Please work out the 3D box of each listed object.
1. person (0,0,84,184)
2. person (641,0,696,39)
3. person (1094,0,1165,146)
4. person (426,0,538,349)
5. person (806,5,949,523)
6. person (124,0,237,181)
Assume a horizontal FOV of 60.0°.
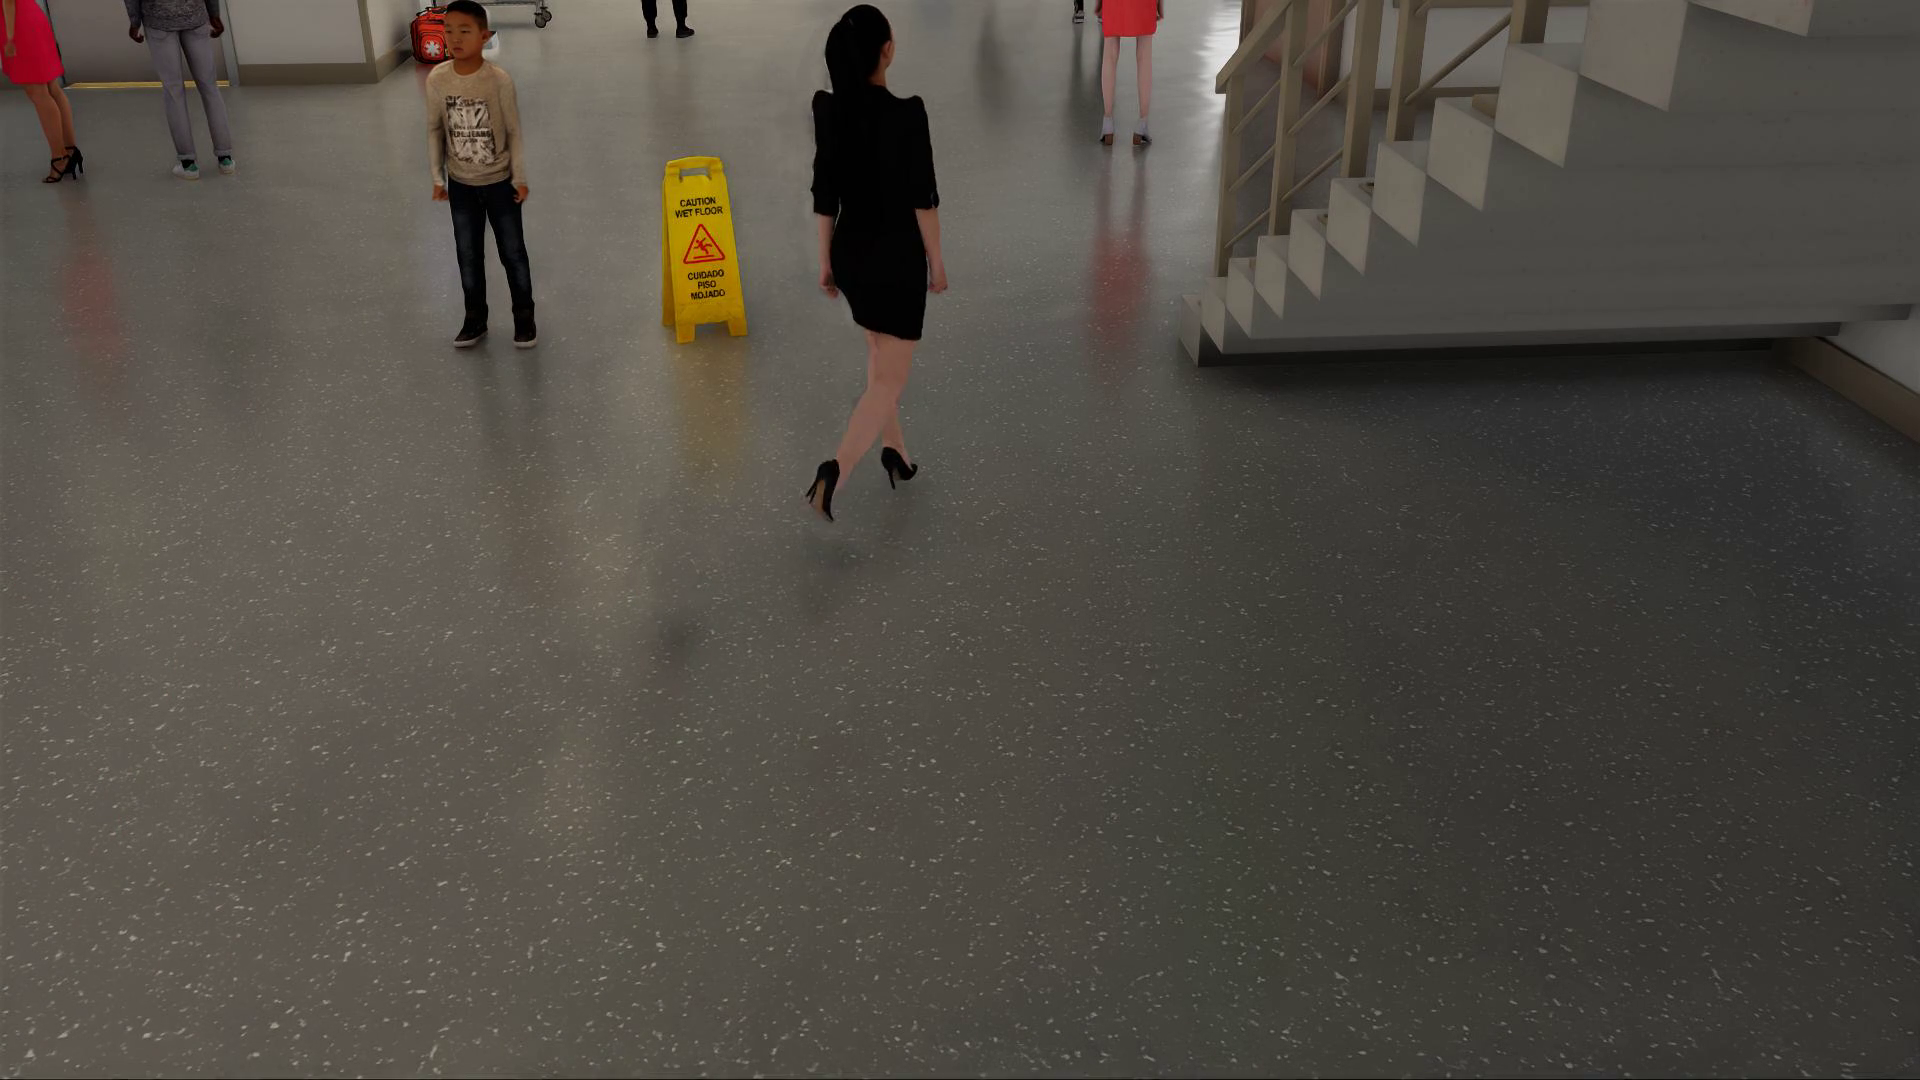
[{"bbox_3d":[-5.540,-3.014,9.862,0.623,1.728,0.467,-3,26,-5],"label":"person"},{"bbox_3d":[-2.665,-5.368,14.714,0.658,1.754,0.583,2,26,4],"label":"person"},{"bbox_3d":[1.090,-3.487,10.730,0.654,1.826,0.592,4,26,8],"label":"person"},{"bbox_3d":[-2.049,-1.560,7.149,0.568,1.464,0.510,0,26,-1],"label":"person"},{"bbox_3d":[-0.299,-0.833,5.409,0.950,1.668,1.076,15,30,29],"label":"person"},{"bbox_3d":[-4.682,-3.103,9.921,0.763,1.837,0.744,-17,31,-32],"label":"person"}]
